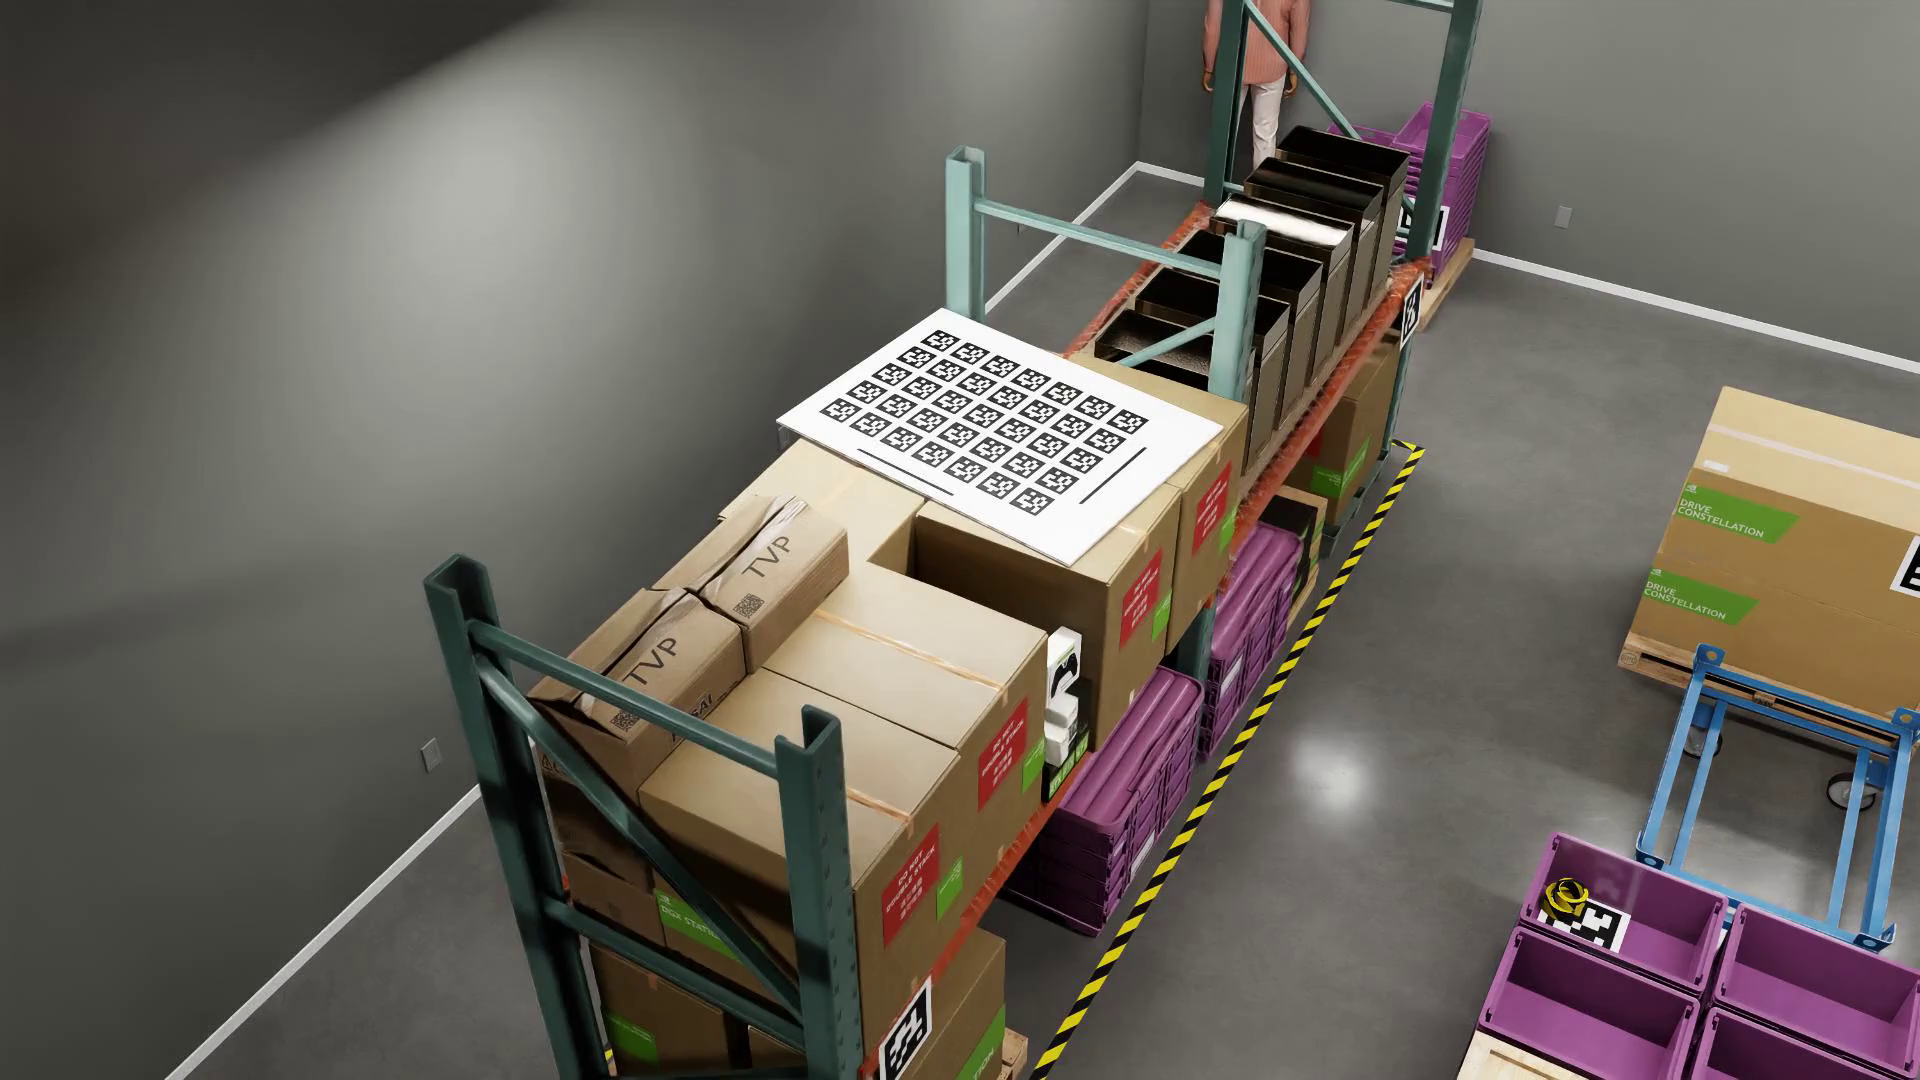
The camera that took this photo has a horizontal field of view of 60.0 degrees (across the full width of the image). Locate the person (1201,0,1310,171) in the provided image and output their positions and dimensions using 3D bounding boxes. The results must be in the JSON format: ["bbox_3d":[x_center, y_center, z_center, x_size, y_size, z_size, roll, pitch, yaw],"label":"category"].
[{"bbox_3d":[1.739,-2.828,9.924,0.612,1.995,0.378,4,40,4],"label":"person"}]
